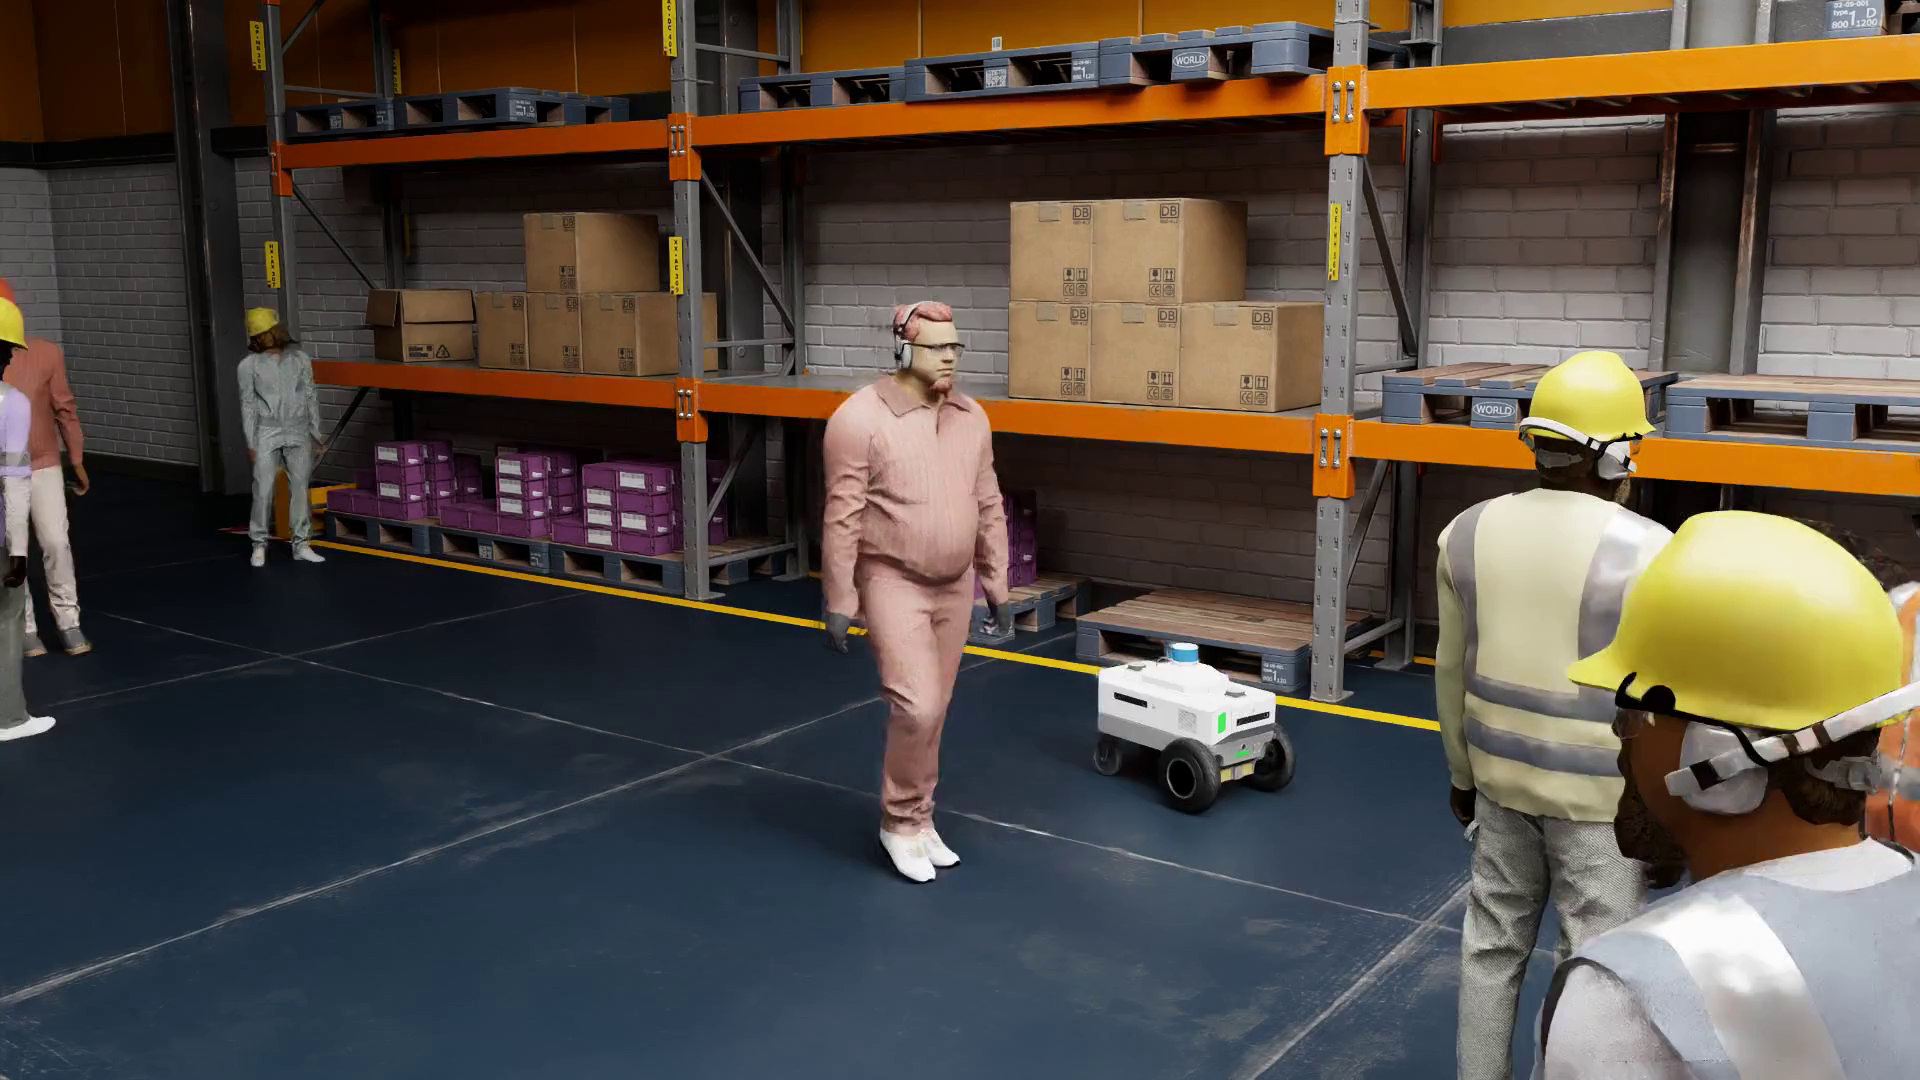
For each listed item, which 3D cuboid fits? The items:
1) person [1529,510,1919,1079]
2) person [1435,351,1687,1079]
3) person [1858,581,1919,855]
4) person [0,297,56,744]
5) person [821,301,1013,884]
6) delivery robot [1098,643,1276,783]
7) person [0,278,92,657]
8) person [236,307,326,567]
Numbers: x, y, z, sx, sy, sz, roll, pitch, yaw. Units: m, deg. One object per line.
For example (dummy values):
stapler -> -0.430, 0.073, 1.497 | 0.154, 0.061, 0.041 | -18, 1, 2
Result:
person -> 0.754, 0.879, 1.531 | 0.600, 1.807, 0.830 | -8, 12, -39
person -> 1.307, 0.515, 3.588 | 0.403, 1.834, 0.589 | -7, 12, -37
person -> 1.916, 0.648, 3.200 | 0.321, 1.696, 0.536 | -2, 10, -12
person -> -4.052, -0.032, 6.703 | 0.647, 1.881, 0.791 | 2, 10, 10
person -> -0.087, 0.177, 5.422 | 0.679, 1.888, 0.537 | -9, 13, -41
delivery robot -> 0.857, 0.639, 6.371 | 0.477, 0.478, 0.707 | -8, 12, -38
person -> -4.736, -0.342, 8.355 | 0.660, 1.944, 0.649 | -6, 11, -33
person -> -4.548, -0.678, 11.085 | 0.550, 1.709, 0.385 | -9, 13, -42
